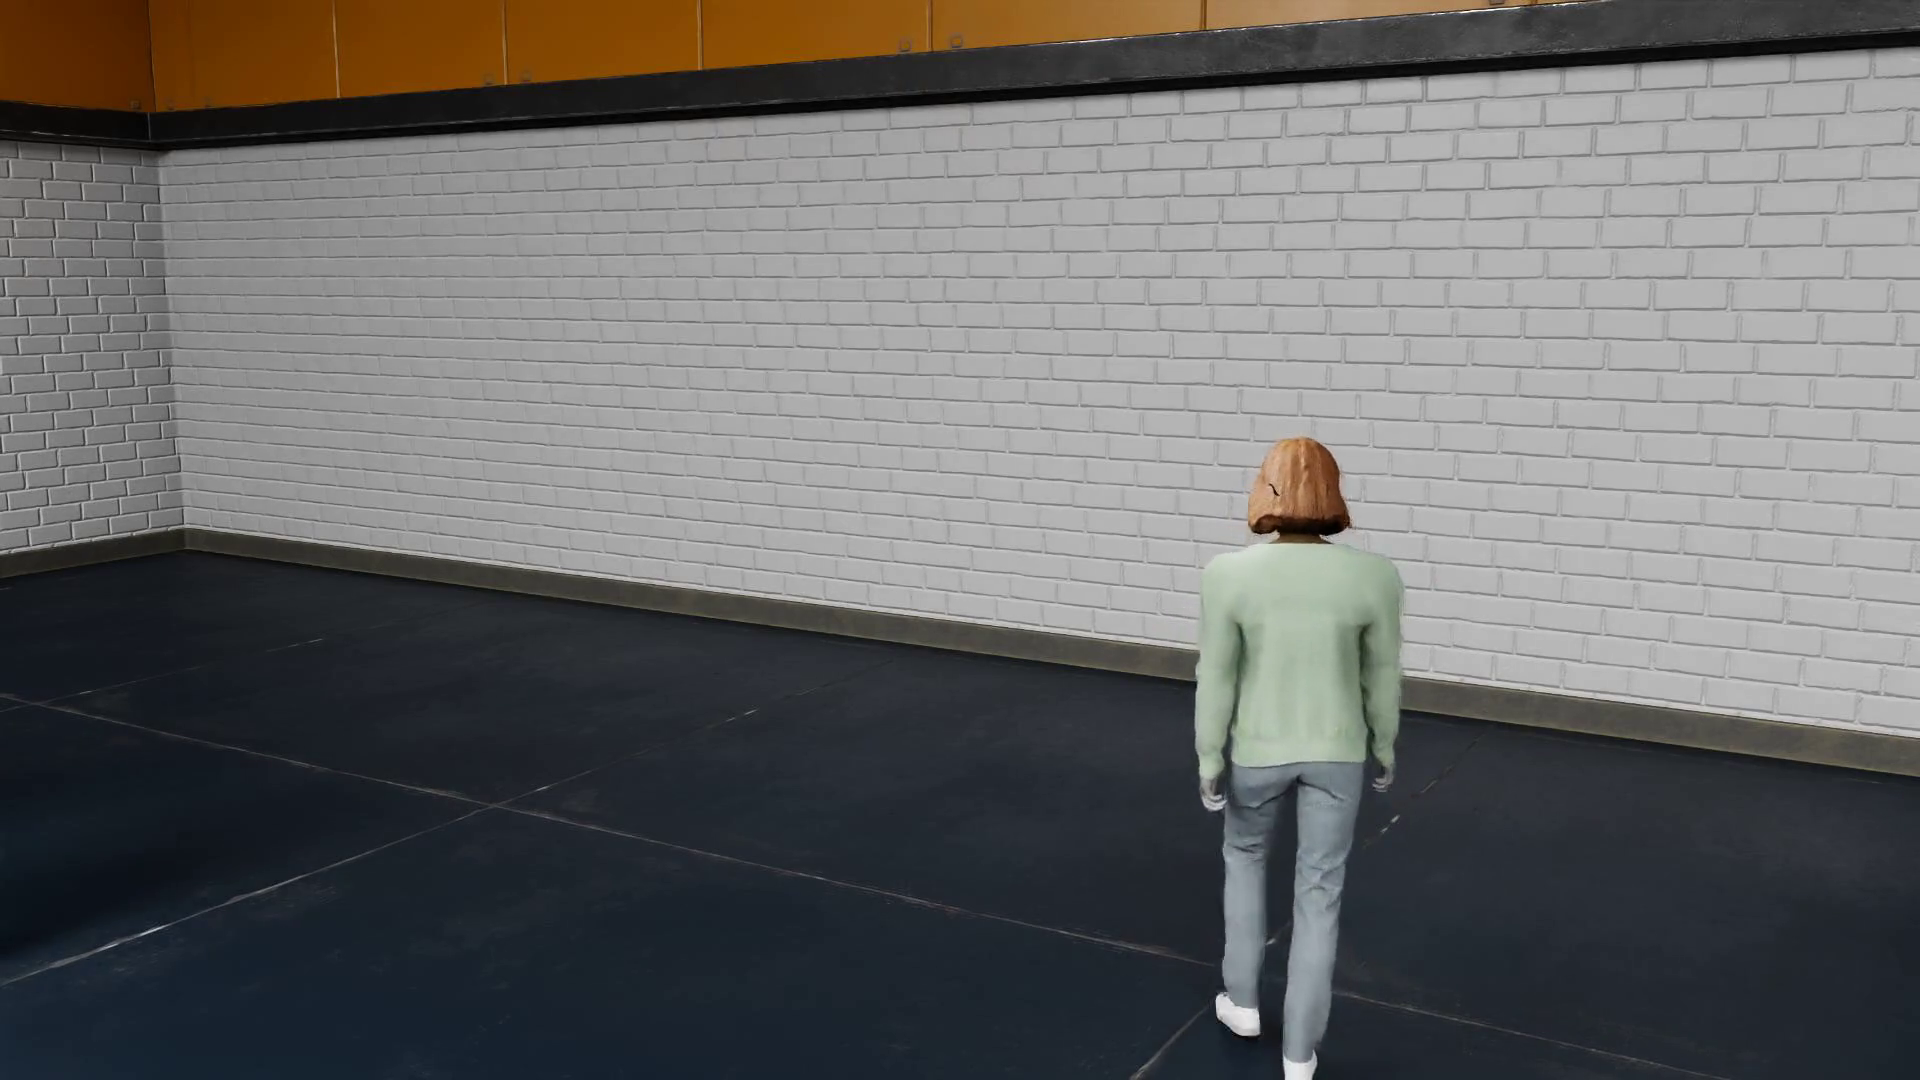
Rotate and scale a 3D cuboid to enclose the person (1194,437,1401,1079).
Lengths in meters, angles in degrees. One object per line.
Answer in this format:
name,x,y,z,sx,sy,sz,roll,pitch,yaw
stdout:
person,0.858,0.542,4.247,0.519,1.611,0.613,1,9,8
